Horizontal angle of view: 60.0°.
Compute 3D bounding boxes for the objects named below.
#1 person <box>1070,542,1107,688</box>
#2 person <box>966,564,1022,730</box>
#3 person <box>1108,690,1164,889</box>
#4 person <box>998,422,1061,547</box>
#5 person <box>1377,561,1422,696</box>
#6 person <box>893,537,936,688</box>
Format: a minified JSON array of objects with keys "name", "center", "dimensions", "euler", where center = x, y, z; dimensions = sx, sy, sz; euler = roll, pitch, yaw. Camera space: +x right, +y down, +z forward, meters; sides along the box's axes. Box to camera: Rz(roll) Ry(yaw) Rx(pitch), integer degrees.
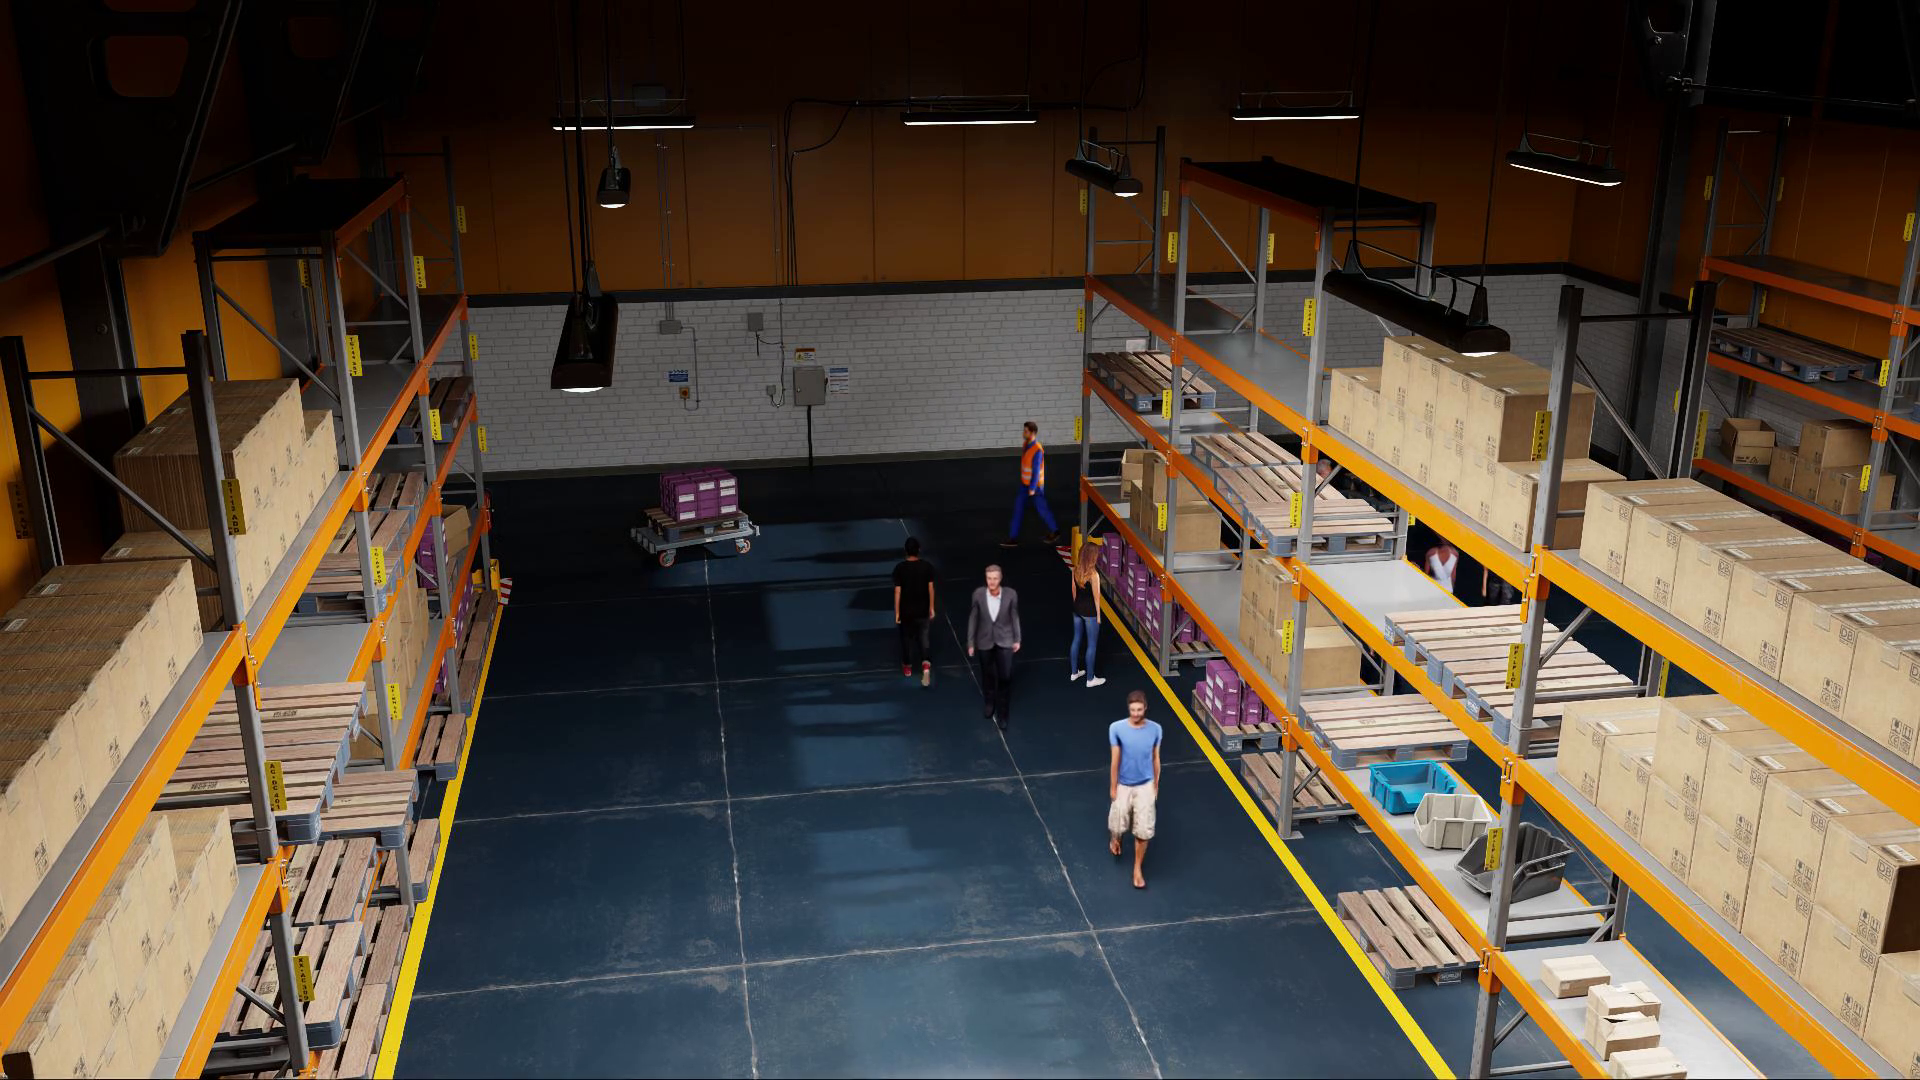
[{"name":"person","center":[1.458,0.839,19.244],"dimensions":[0.727,1.722,0.617],"euler":[-15,24,-38]},{"name":"person","center":[0.388,1.099,18.326],"dimensions":[0.910,1.817,1.052],"euler":[2,19,5]},{"name":"person","center":[1.574,2.180,15.070],"dimensions":[0.712,1.846,0.951],"euler":[0,19,-1]},{"name":"person","center":[1.123,-0.780,23.893],"dimensions":[1.041,1.824,1.250],"euler":[-10,21,-27]},{"name":"person","center":[5.103,1.054,18.593],"dimensions":[0.750,1.730,0.938],"euler":[2,19,5]},{"name":"person","center":[-0.518,0.844,19.206],"dimensions":[0.655,1.737,1.047],"euler":[-4,19,-12]}]
